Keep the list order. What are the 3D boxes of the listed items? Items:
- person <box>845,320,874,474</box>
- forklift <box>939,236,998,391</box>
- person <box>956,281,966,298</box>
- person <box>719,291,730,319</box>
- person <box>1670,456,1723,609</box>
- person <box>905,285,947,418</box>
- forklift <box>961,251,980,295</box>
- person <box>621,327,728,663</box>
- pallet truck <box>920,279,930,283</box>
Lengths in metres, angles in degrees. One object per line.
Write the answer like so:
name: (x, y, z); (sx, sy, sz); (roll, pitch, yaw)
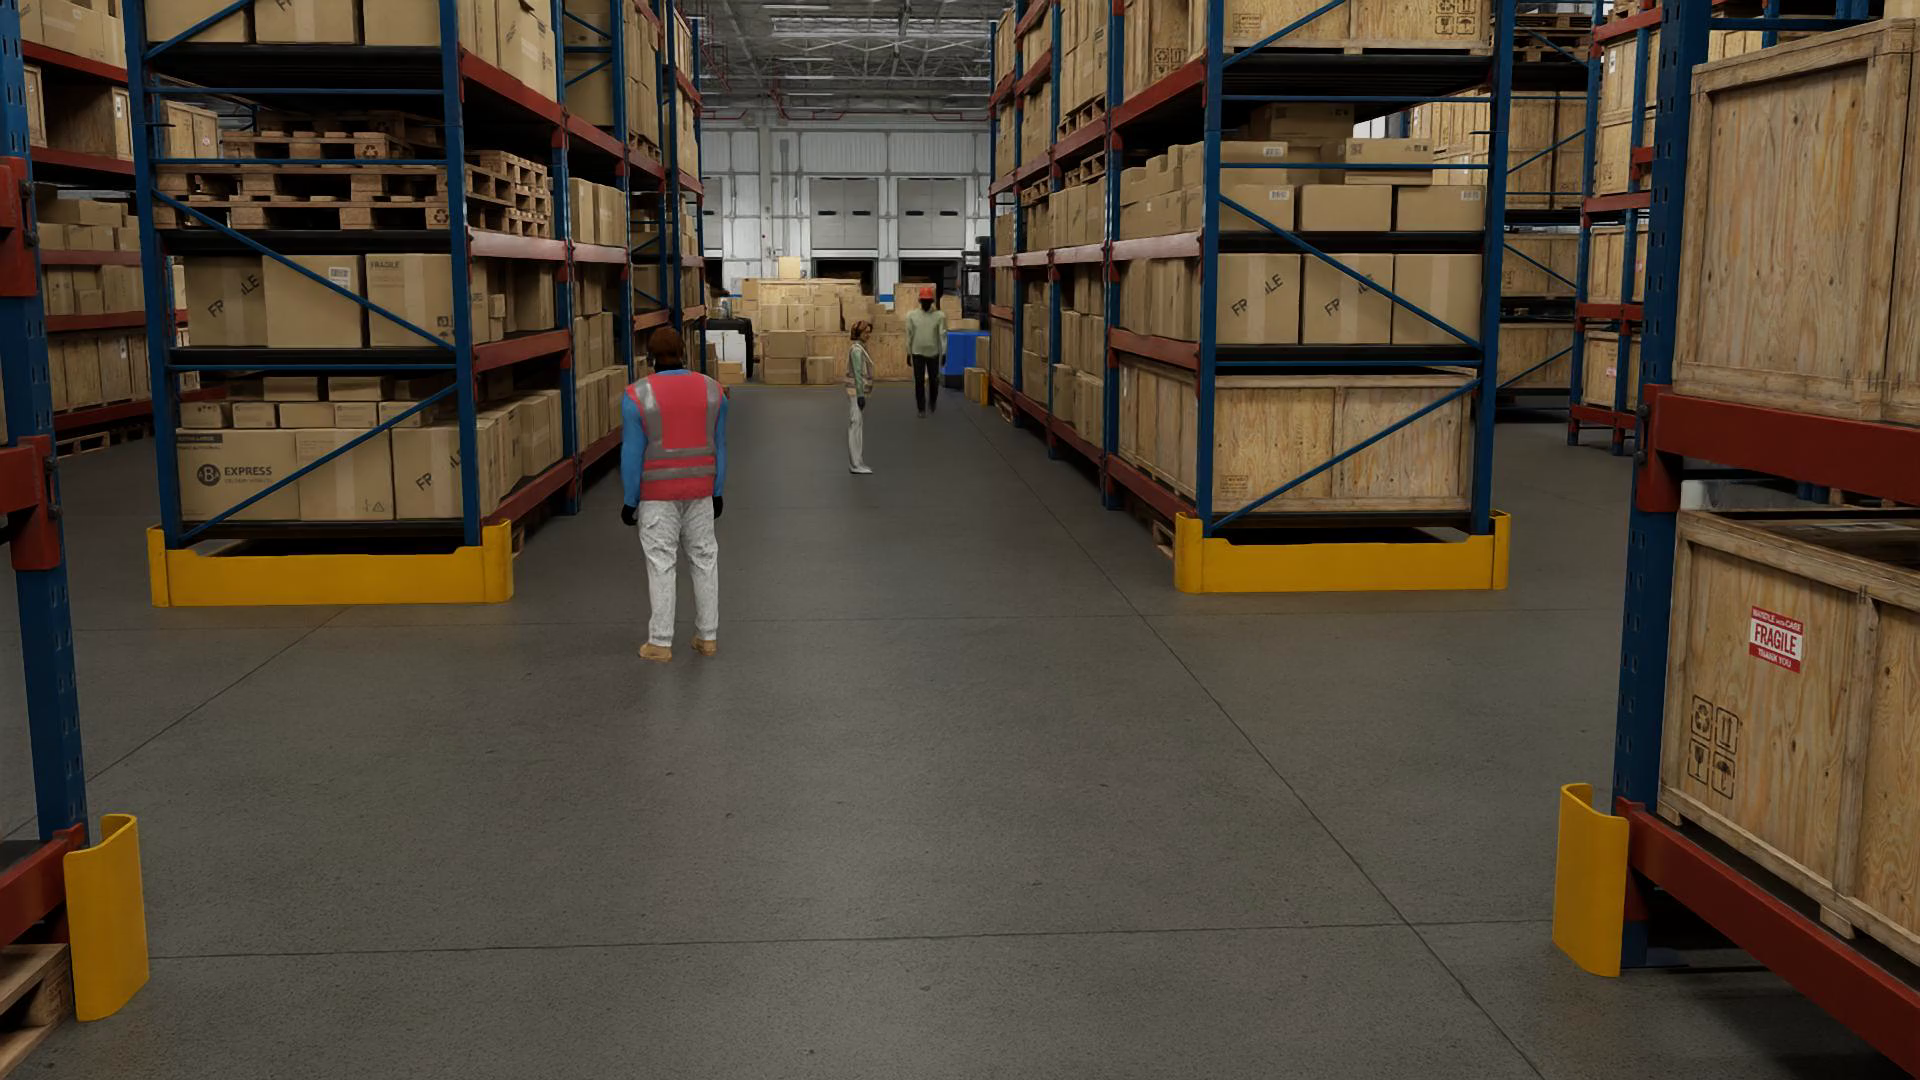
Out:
person: (-1.076, -1.526, 17.807); (0.314, 1.637, 0.514); (0, 9, -1)
forklift: (0.558, -4.167, 30.492); (1.873, 2.768, 1.129); (-2, 9, -10)
person: (0.106, -9.015, 63.960); (0.568, 1.914, 0.577); (5, 10, 27)
person: (-8.099, -7.789, 57.276); (0.881, 1.570, 0.521); (-3, 10, -19)
person: (4.594, -0.353, 10.511); (0.456, 1.618, 0.500); (0, 9, 1)
person: (-0.506, -2.813, 24.850); (0.628, 1.977, 0.675); (0, 9, 0)
forklift: (0.502, -7.134, 49.122); (1.129, 2.768, 1.873); (-2, 9, -11)
person: (-1.578, -0.246, 9.147); (0.619, 1.838, 0.430); (-6, 11, -33)
pallet truck: (-0.932, -8.922, 63.114); (1.885, 1.965, 0.823); (2, 9, 13)
